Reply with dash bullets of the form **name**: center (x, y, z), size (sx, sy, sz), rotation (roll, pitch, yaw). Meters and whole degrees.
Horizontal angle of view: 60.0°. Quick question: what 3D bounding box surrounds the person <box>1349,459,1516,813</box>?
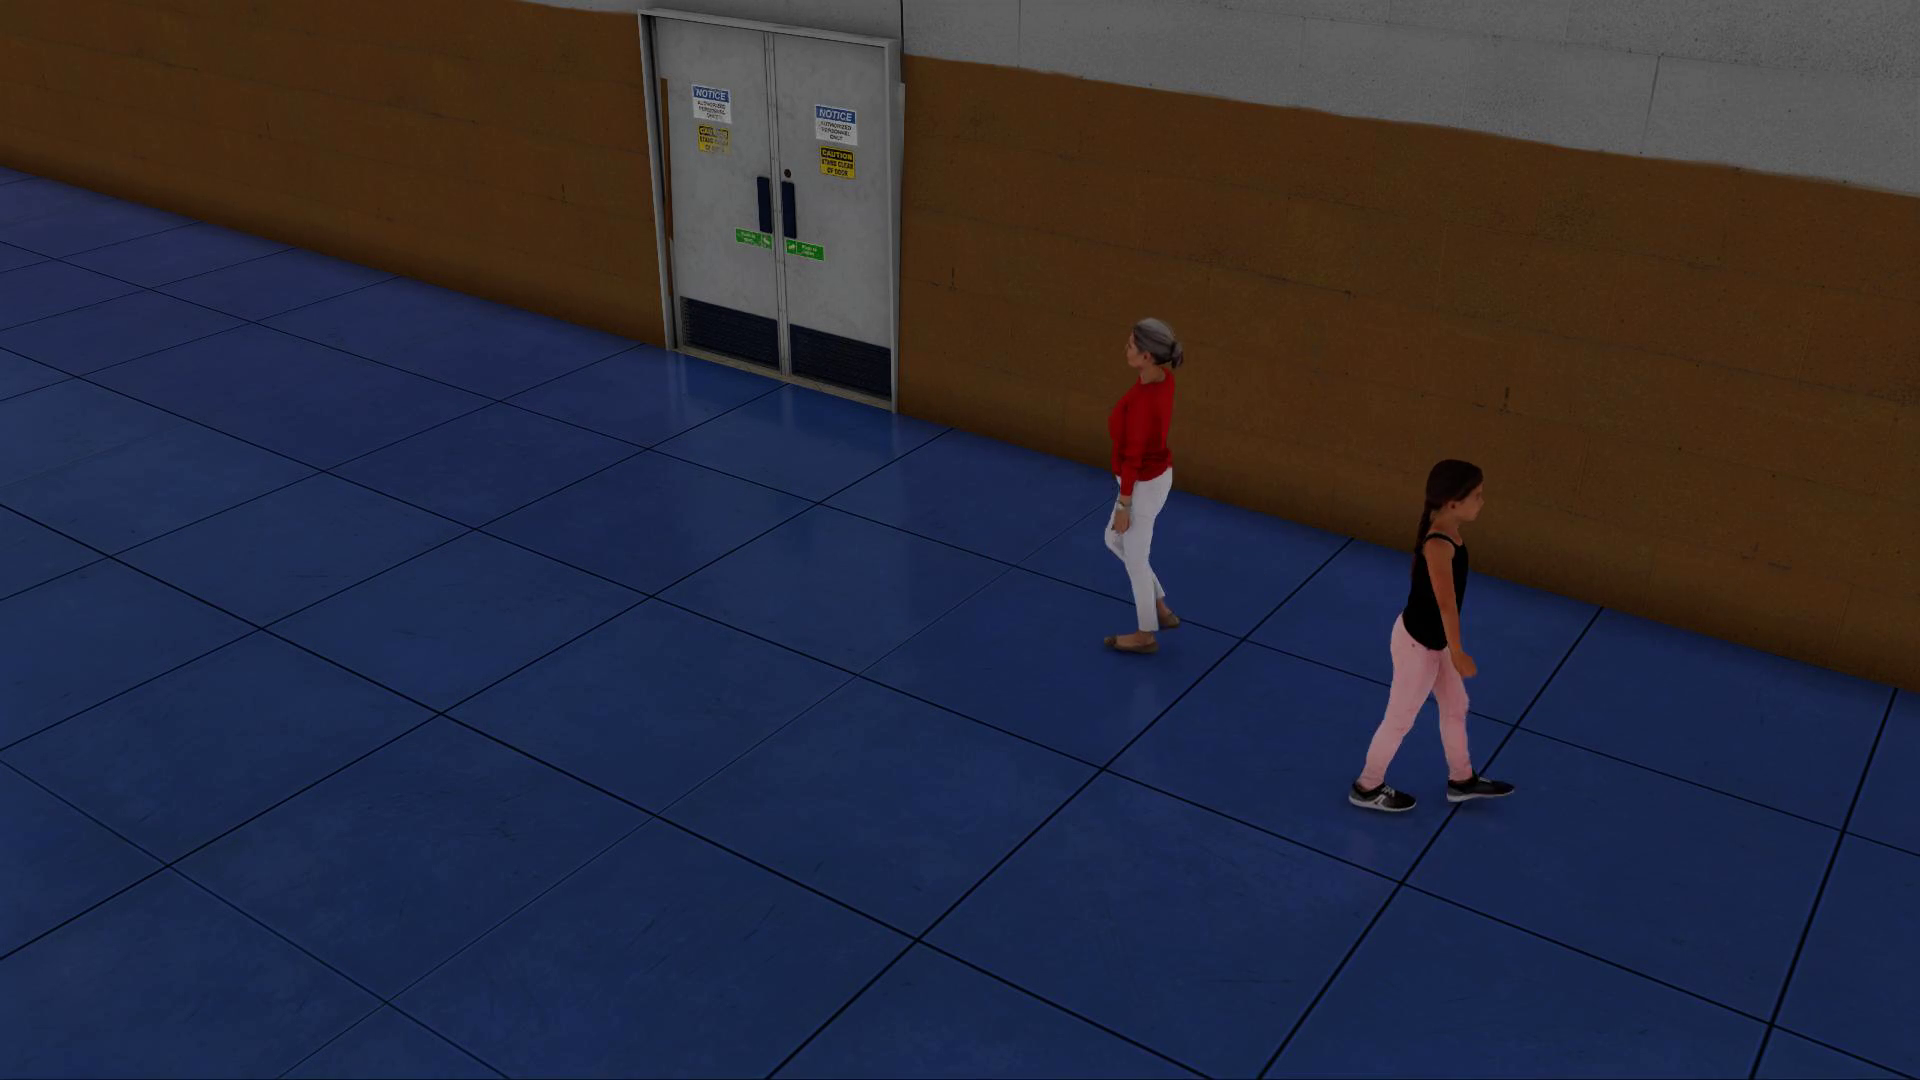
- **person**: center (1.745, 0.408, 6.501), size (0.723, 1.540, 0.852), rotation (9, 28, 17)

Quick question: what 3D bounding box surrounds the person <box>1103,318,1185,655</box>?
- **person**: center (0.912, -0.202, 7.546), size (0.718, 1.683, 0.640), rotation (9, 28, 17)
